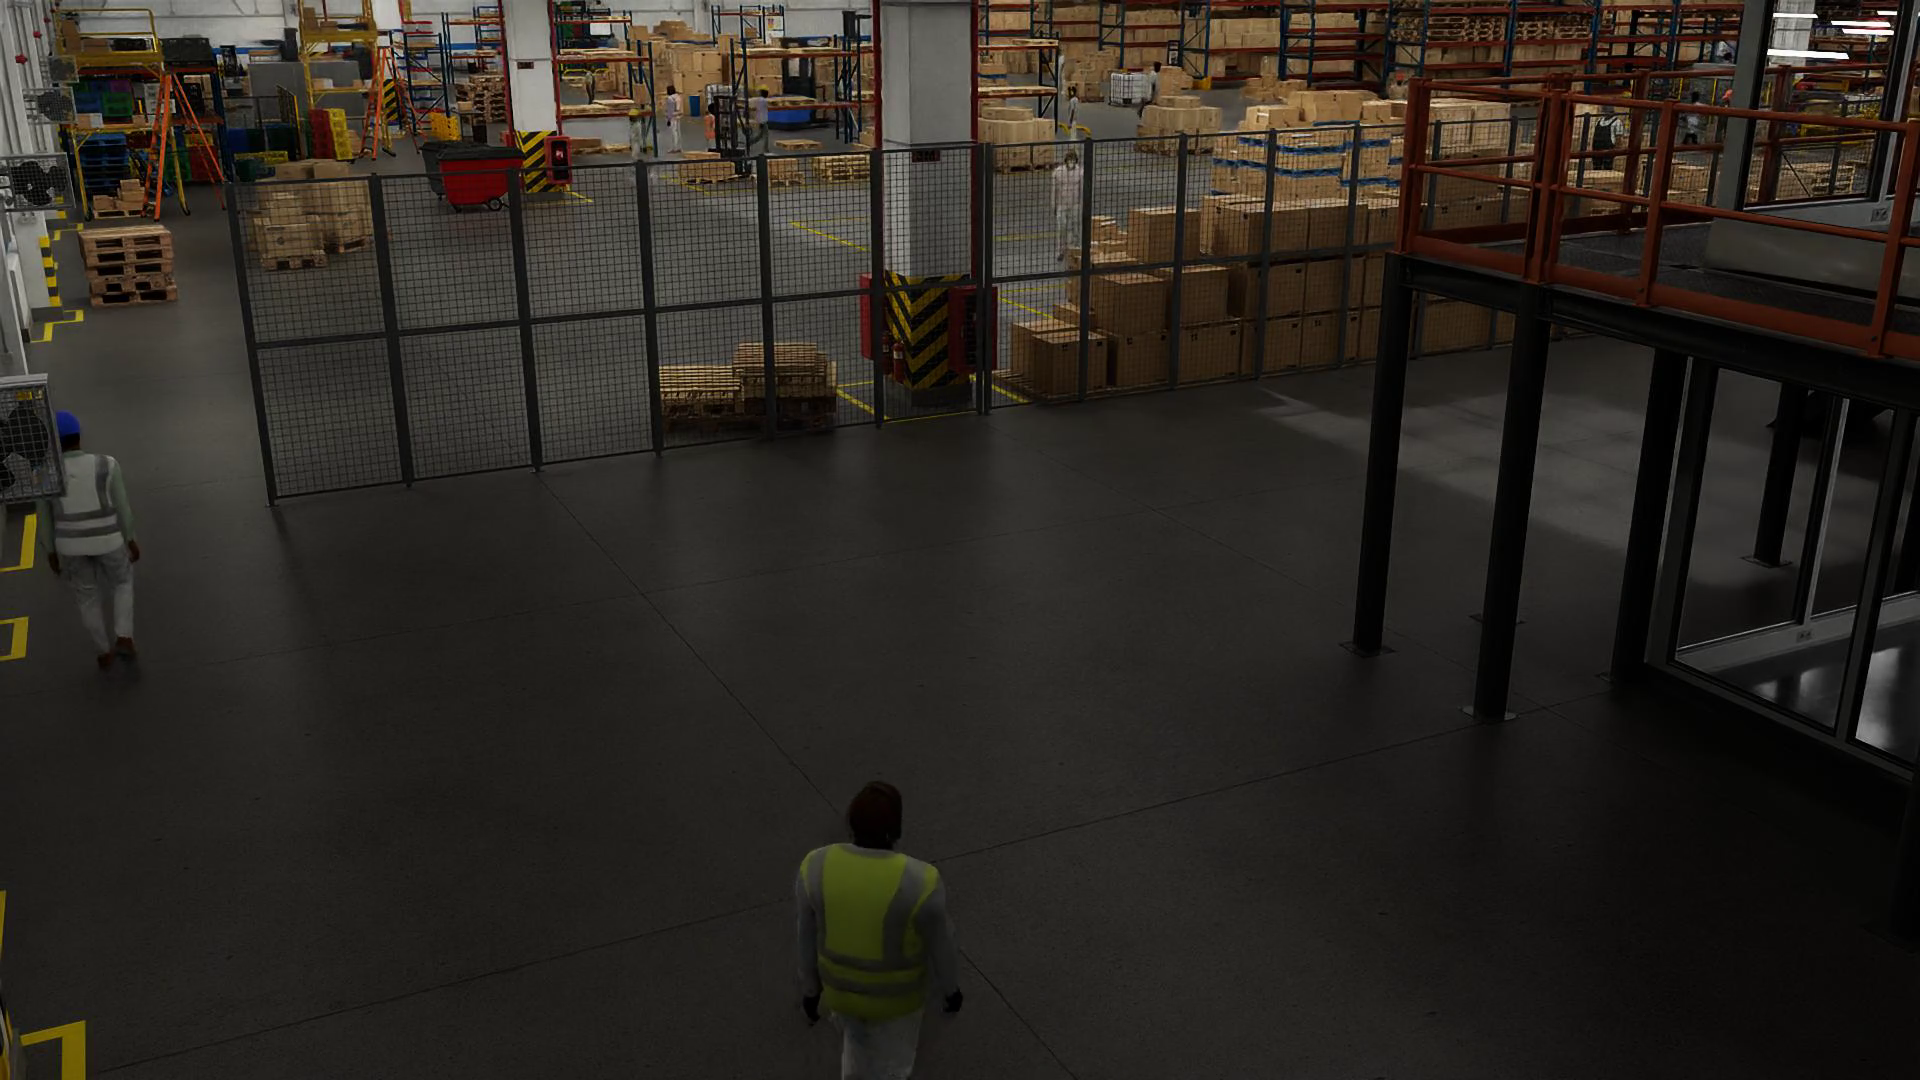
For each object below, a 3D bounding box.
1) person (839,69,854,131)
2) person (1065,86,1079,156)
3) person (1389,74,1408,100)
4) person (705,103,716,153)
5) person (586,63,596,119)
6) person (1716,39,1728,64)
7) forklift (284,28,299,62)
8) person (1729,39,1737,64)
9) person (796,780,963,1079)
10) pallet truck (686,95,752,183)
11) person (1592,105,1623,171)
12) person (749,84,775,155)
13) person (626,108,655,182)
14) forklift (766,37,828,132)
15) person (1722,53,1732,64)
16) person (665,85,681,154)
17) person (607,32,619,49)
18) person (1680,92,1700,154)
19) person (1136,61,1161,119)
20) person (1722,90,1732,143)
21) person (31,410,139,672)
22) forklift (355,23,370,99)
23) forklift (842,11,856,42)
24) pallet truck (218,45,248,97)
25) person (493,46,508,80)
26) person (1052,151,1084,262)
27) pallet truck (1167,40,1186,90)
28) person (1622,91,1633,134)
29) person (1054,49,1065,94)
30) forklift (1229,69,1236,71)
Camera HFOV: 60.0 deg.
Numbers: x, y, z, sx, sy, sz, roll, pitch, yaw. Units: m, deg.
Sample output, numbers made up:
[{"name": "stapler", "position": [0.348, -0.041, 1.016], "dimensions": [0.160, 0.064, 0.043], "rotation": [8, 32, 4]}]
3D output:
[{"name": "person", "position": [-3.554, -13.775, 52.074], "dimensions": [0.581, 1.911, 0.396], "rotation": [16, 25, 38]}, {"name": "person", "position": [3.042, -11.342, 45.087], "dimensions": [0.329, 1.864, 0.508], "rotation": [6, 20, 16]}, {"name": "person", "position": [13.170, -13.046, 49.995], "dimensions": [0.558, 1.890, 0.977], "rotation": [1, 19, 4]}, {"name": "person", "position": [-6.217, -10.114, 41.789], "dimensions": [0.324, 1.688, 0.530], "rotation": [-13, 23, -32]}, {"name": "person", "position": [-12.497, -15.228, 56.398], "dimensions": [0.341, 1.839, 0.501], "rotation": [-2, 19, -5]}, {"name": "person", "position": [35.810, -22.724, 78.034], "dimensions": [0.963, 1.885, 0.557], "rotation": [-8, 21, -23]}, {"name": "forklift", "position": [-24.033, -17.060, 60.125], "dimensions": [1.873, 2.768, 1.129], "rotation": [-9, 21, -25]}, {"name": "person", "position": [35.979, -22.476, 77.295], "dimensions": [0.908, 1.916, 0.630], "rotation": [-9, 21, -25]}, {"name": "person", "position": [-0.332, 1.850, 6.919], "dimensions": [0.640, 1.821, 0.526], "rotation": [8, 21, 23]}, {"name": "pallet truck", "position": [-5.836, -9.608, 39.856], "dimensions": [0.823, 1.965, 1.885], "rotation": [10, 22, 27]}, {"name": "person", "position": [14.548, -8.857, 37.613], "dimensions": [0.535, 2.000, 0.685], "rotation": [-12, 22, -30]}, {"name": "person", "position": [-5.482, -11.465, 45.398], "dimensions": [0.685, 1.896, 0.619], "rotation": [-2, 19, -6]}, {"name": "person", "position": [-7.743, -9.513, 40.010], "dimensions": [0.773, 1.712, 0.490], "rotation": [-14, 23, -34]}, {"name": "forklift", "position": [-5.192, -14.281, 52.067], "dimensions": [1.129, 2.768, 1.873], "rotation": [13, 23, 34]}, {"name": "person", "position": [30.675, -18.650, 66.582], "dimensions": [0.539, 1.646, 0.885], "rotation": [-12, 22, -31]}, {"name": "person", "position": [-7.914, -11.603, 45.874], "dimensions": [0.429, 1.844, 0.628], "rotation": [5, 20, 14]}, {"name": "person", "position": [-16.594, -23.341, 79.765], "dimensions": [0.628, 1.931, 0.357], "rotation": [-13, 23, -33]}, {"name": "person", "position": [20.067, -11.469, 45.766], "dimensions": [0.538, 1.641, 0.875], "rotation": [-13, 23, -33]}, {"name": "person", "position": [6.438, -15.113, 55.933], "dimensions": [0.941, 1.929, 0.608], "rotation": [-1, 19, -4]}, {"name": "person", "position": [19.377, -10.337, 42.010], "dimensions": [0.438, 1.981, 0.628], "rotation": [13, 23, 33]}, {"name": "person", "position": [-6.337, 0.006, 12.107], "dimensions": [0.626, 1.916, 0.509], "rotation": [-7, 20, -20]}, {"name": "forklift", "position": [-23.103, -18.770, 65.082], "dimensions": [1.129, 2.768, 1.873], "rotation": [14, 23, 35]}, {"name": "forklift", "position": [-5.567, -25.069, 83.339], "dimensions": [1.873, 2.768, 1.129], "rotation": [-9, 21, -25]}, {"name": "pallet truck", "position": [-28.879, -18.665, 66.111], "dimensions": [0.823, 1.965, 1.885], "rotation": [-3, 19, -9]}, {"name": "person", "position": [-18.399, -18.820, 66.674], "dimensions": [0.576, 1.915, 0.489], "rotation": [1, 19, 2]}, {"name": "person", "position": [1.901, -5.770, 28.851], "dimensions": [0.634, 1.912, 0.657], "rotation": [1, 19, 3]}, {"name": "pallet truck", "position": [9.045, -19.971, 69.895], "dimensions": [0.823, 1.965, 1.885], "rotation": [-3, 19, -8]}, {"name": "person", "position": [17.835, -11.131, 44.624], "dimensions": [0.450, 1.751, 0.546], "rotation": [2, 19, 5]}, {"name": "person", "position": [3.995, -18.893, 67.062], "dimensions": [0.488, 1.819, 0.998], "rotation": [10, 21, 26]}, {"name": "forklift", "position": [13.901, -24.717, 82.319], "dimensions": [1.873, 2.768, 1.129], "rotation": [-9, 21, -25]}]
